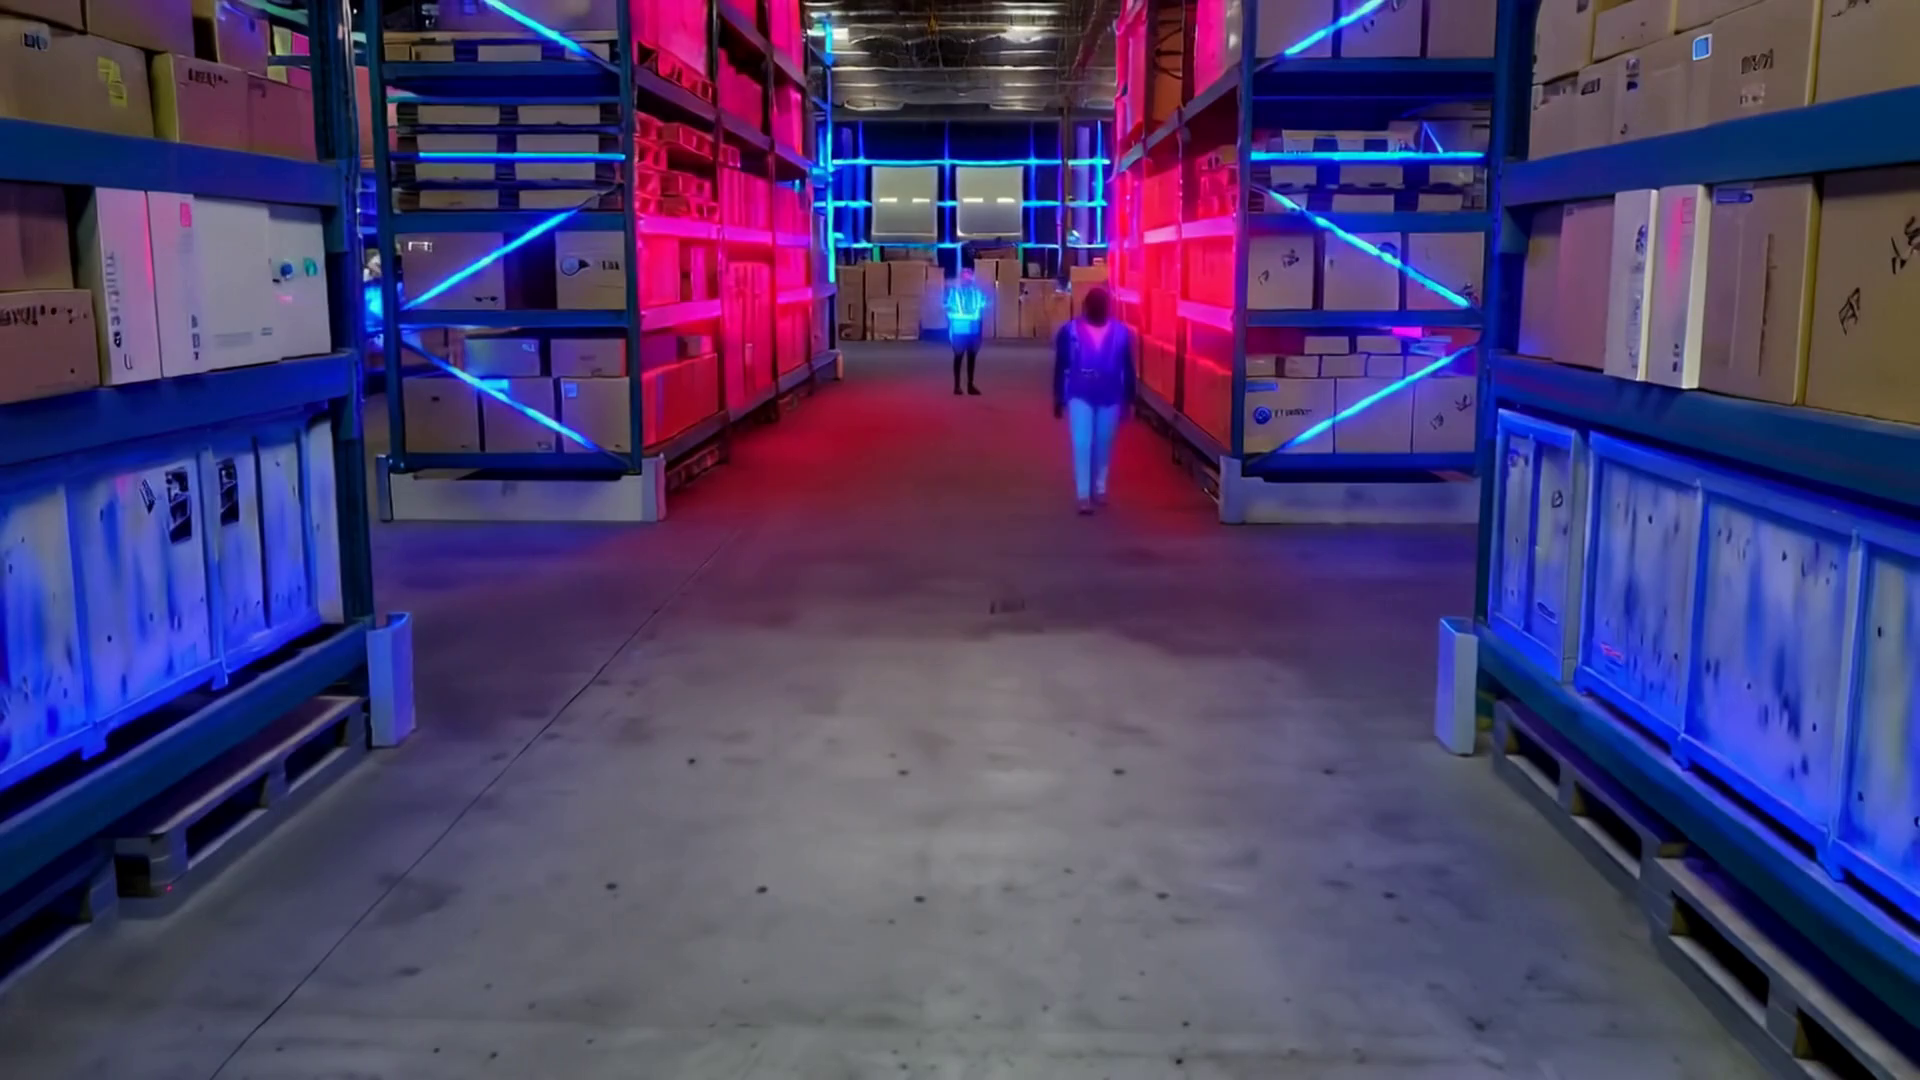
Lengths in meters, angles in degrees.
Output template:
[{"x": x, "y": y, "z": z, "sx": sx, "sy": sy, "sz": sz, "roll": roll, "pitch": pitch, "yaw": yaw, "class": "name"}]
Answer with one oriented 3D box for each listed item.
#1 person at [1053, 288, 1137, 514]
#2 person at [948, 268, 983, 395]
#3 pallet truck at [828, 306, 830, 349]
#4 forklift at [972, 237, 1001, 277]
[{"x": 1.108, "y": -1.116, "z": 13.453, "sx": 0.659, "sy": 1.804, "sz": 0.872, "roll": -1, "pitch": 10, "yaw": -4, "class": "person"}, {"x": 0.097, "y": -3.184, "z": 25.450, "sx": 0.552, "sy": 1.937, "sz": 0.356, "roll": -4, "pitch": 10, "yaw": -22, "class": "person"}, {"x": -3.100, "y": -3.940, "z": 29.800, "sx": 1.885, "sy": 1.965, "sz": 0.823, "roll": 3, "pitch": 10, "yaw": 19, "class": "pallet truck"}, {"x": 0.849, "y": -8.383, "z": 53.775, "sx": 1.129, "sy": 2.768, "sz": 1.873, "roll": 0, "pitch": 9, "yaw": 1, "class": "forklift"}]
